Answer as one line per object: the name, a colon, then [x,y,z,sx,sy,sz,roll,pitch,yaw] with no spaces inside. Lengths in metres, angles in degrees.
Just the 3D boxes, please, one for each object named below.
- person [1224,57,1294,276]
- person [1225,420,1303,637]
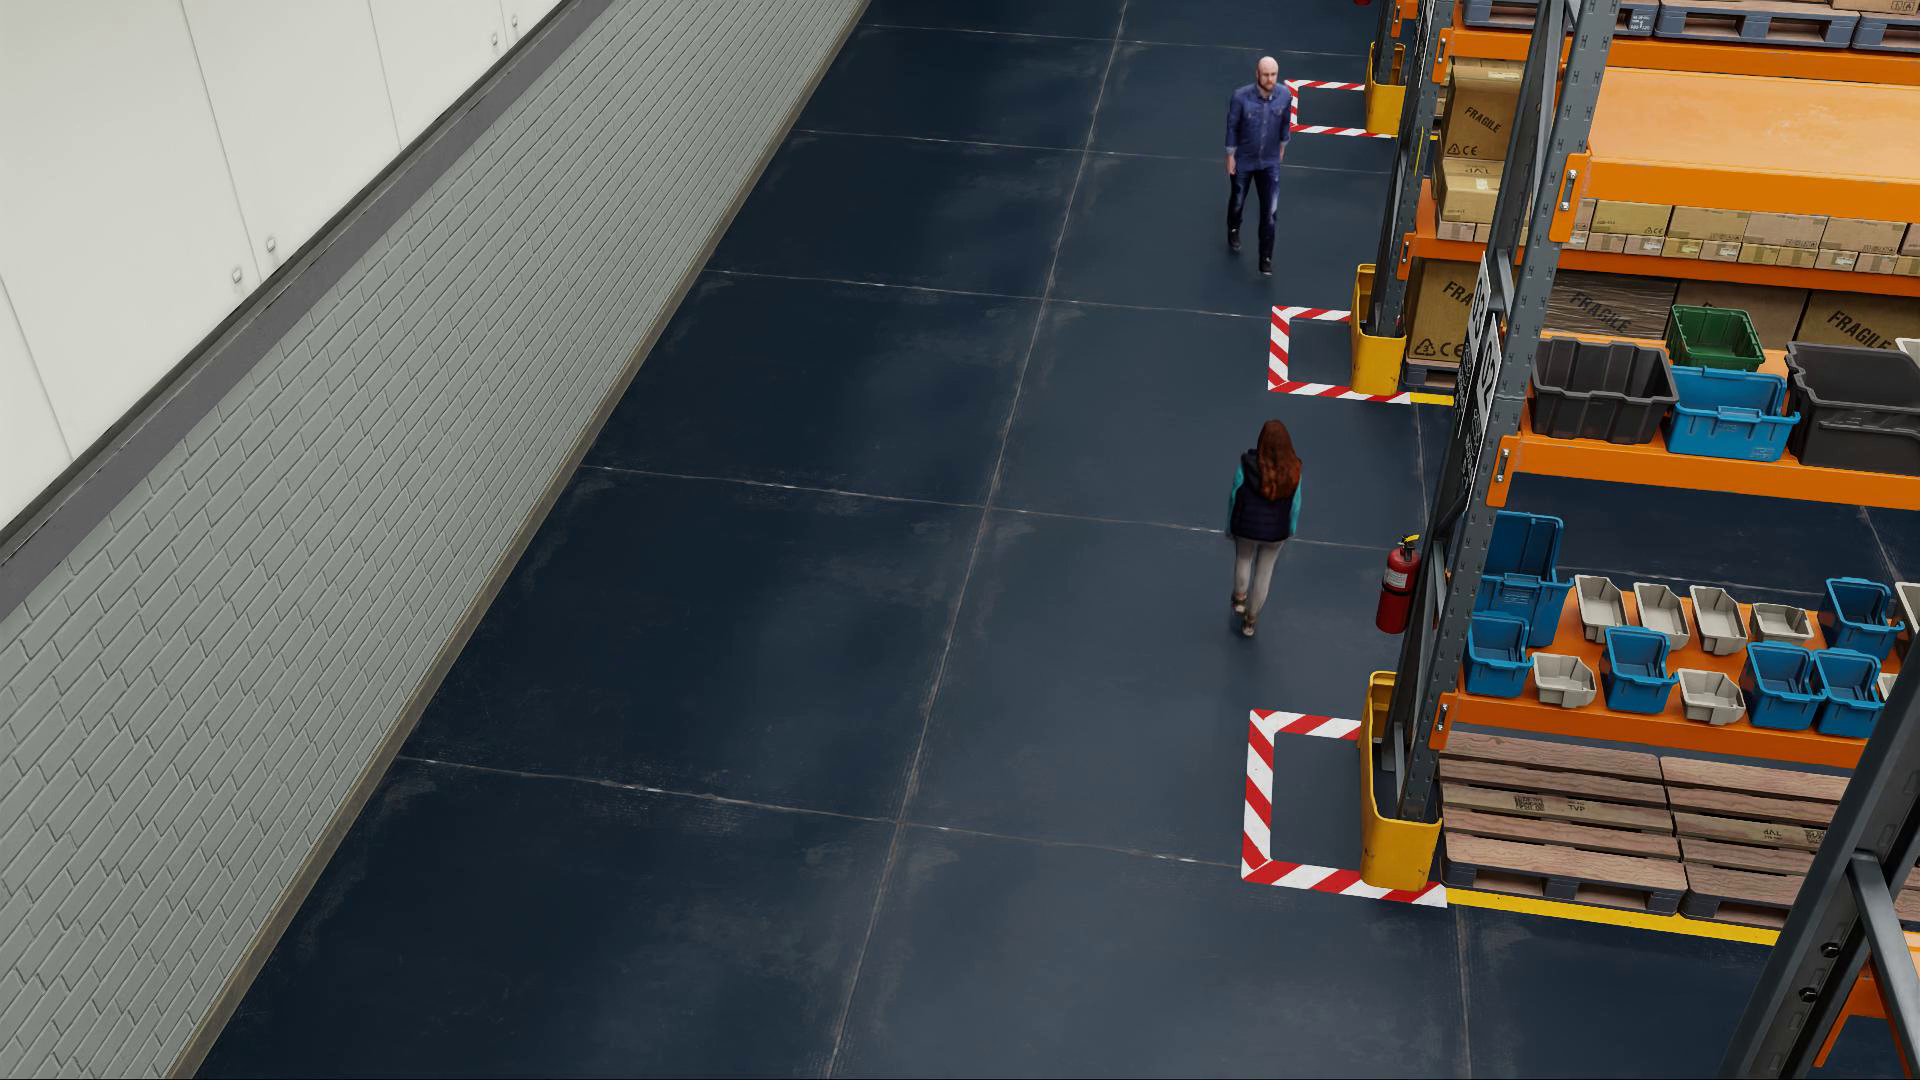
person: [2.452,-3.186,13.961,1.182,1.778,0.978,-2,37,-2]
person: [1.815,-0.035,10.054,0.638,1.490,0.637,7,38,9]
